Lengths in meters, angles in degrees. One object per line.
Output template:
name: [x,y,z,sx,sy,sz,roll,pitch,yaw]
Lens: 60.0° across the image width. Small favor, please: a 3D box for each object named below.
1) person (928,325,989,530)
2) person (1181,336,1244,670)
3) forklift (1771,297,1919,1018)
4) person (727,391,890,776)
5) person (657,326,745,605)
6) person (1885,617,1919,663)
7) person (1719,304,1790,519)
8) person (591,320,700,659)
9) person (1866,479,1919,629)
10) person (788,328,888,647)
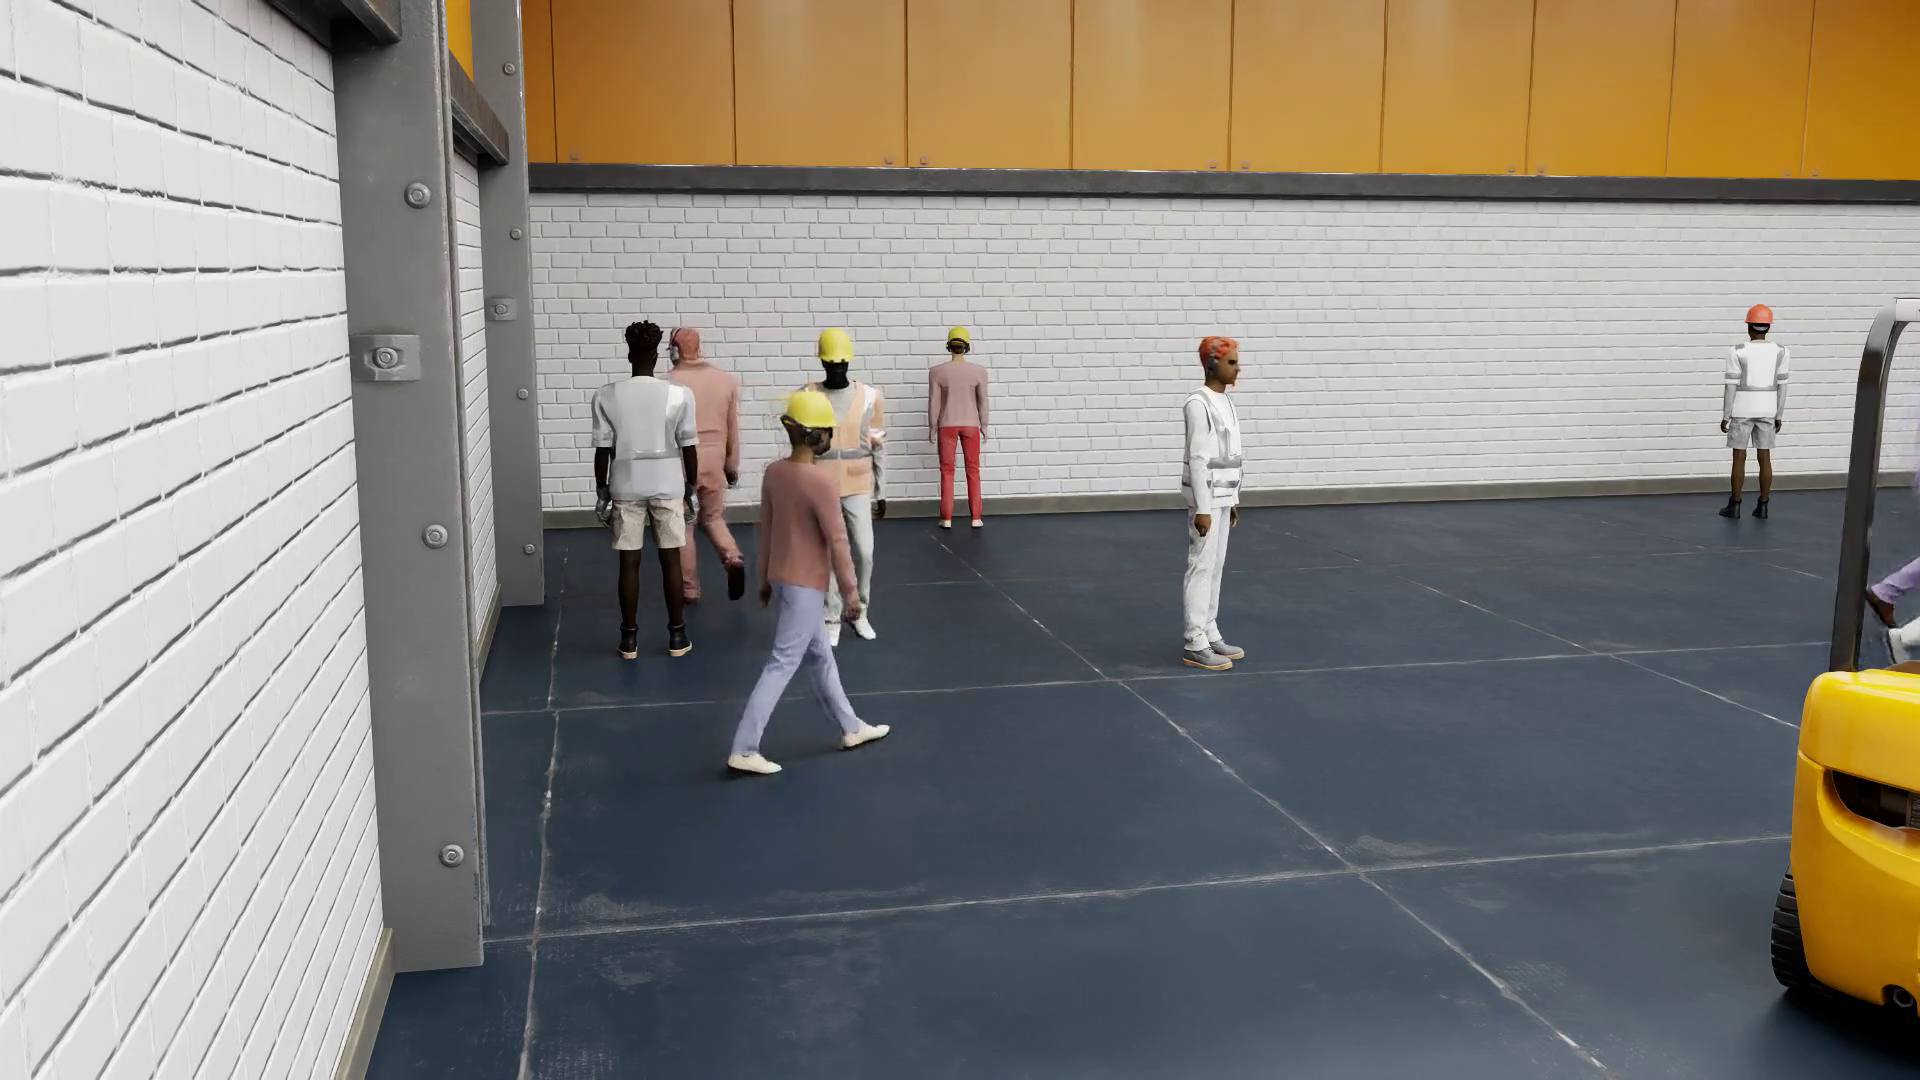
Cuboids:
person: [-0.016,-0.971,14.431,0.532,1.767,0.328,-1,9,-5]
person: [1.445,-0.215,9.470,0.355,1.883,0.576,4,10,24]
forklift: [3.542,0.334,5.177,2.313,2.155,1.214,-9,13,-43]
person: [-0.697,0.188,7.516,0.927,1.713,0.542,-7,12,-36]
person: [-1.730,-0.474,11.059,0.661,1.884,0.621,-8,12,-39]
person: [5.427,0.011,8.920,0.629,1.620,0.529,7,12,38]
person: [7.152,-1.153,15.019,0.546,1.938,0.361,1,9,5]
person: [-1.817,-0.288,9.656,0.613,1.964,0.361,-2,9,-10]
person: [5.810,-0.274,9.855,0.615,1.881,0.663,6,11,34]
person: [-0.728,-0.315,9.998,0.593,1.914,0.467,-1,9,-7]
